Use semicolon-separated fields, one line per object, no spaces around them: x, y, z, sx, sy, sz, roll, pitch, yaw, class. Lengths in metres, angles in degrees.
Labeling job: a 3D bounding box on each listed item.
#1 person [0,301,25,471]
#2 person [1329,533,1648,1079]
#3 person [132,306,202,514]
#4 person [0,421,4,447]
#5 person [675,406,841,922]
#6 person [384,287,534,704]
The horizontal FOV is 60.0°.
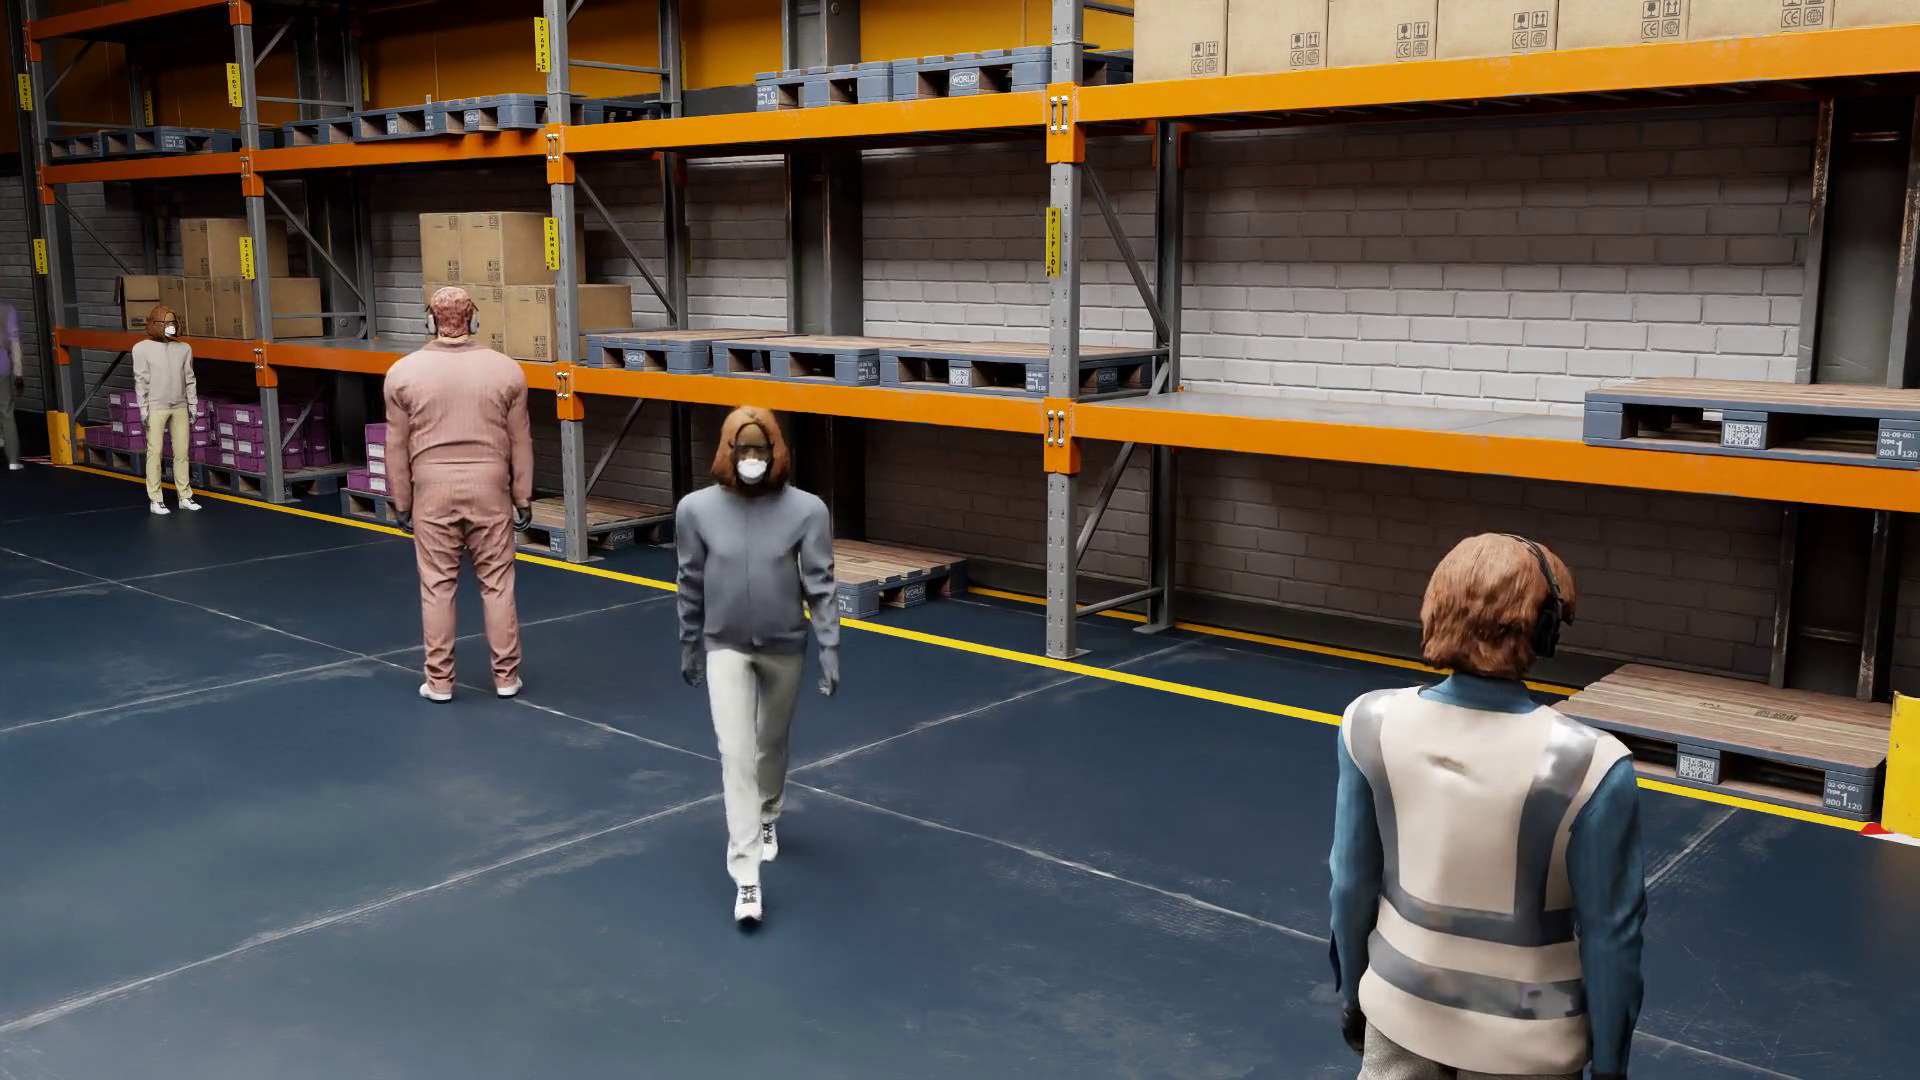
-9.001;-1.577;15.389;0.590;1.923;0.383;-6;12;-31;person
0.826;0.799;2.675;0.514;1.640;0.310;9;13;41;person
-6.225;-1.019;13.067;0.277;1.629;0.497;7;12;34;person
-10.210;-1.886;17.309;0.535;1.868;0.309;-4;11;-20;person
-0.645;0.355;5.345;0.511;1.578;0.876;-1;10;-7;person
-2.288;-0.205;7.652;0.646;1.900;0.398;-3;10;-18;person
